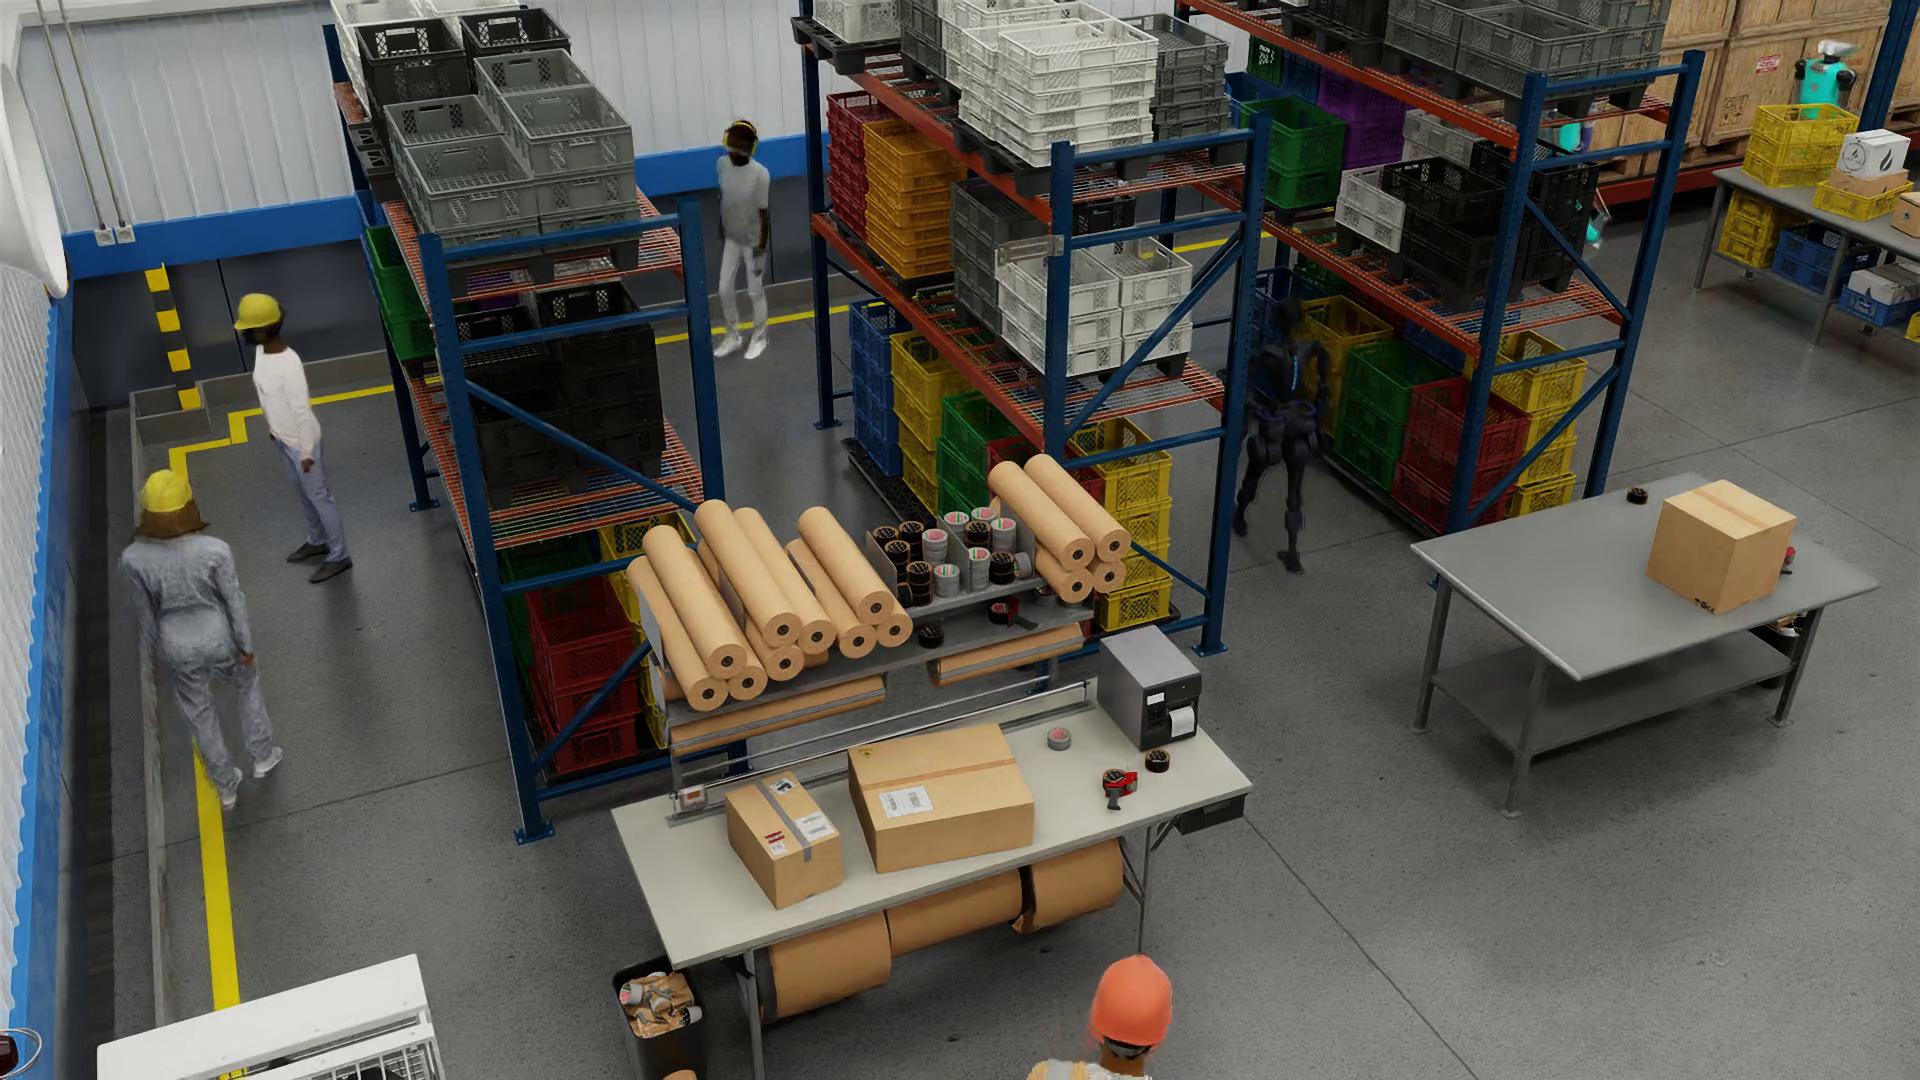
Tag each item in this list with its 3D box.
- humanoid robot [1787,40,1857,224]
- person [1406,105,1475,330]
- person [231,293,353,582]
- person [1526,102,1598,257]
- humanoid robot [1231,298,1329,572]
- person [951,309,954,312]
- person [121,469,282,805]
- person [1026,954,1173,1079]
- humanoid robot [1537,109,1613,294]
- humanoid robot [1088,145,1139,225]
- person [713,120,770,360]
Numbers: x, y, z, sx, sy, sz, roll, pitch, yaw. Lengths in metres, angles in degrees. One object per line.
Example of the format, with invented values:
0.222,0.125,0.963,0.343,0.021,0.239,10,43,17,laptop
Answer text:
7.275,-3.273,13.994,0.752,1.903,0.538,-15,35,-22,humanoid robot
3.531,-2.281,12.185,0.339,1.838,0.499,-26,40,-35,person
-3.825,-0.586,9.493,0.323,1.766,0.531,-24,39,-34,person
4.663,-3.020,13.193,0.604,2.035,0.389,0,32,0,person
1.860,-0.658,9.721,0.608,1.627,0.758,-8,33,-13,humanoid robot
0.114,-2.472,12.464,0.327,1.865,0.517,-5,32,-7,person
-3.578,0.450,7.848,0.496,1.723,0.536,-8,32,-12,person
0.452,2.050,5.104,0.564,1.885,0.807,10,33,15,person
4.837,-2.707,12.926,0.725,1.754,0.542,21,37,30,humanoid robot
1.139,-2.639,12.879,0.559,1.741,1.043,2,32,3,humanoid robot
-1.552,-2.127,11.935,0.557,1.833,0.524,18,36,27,person
